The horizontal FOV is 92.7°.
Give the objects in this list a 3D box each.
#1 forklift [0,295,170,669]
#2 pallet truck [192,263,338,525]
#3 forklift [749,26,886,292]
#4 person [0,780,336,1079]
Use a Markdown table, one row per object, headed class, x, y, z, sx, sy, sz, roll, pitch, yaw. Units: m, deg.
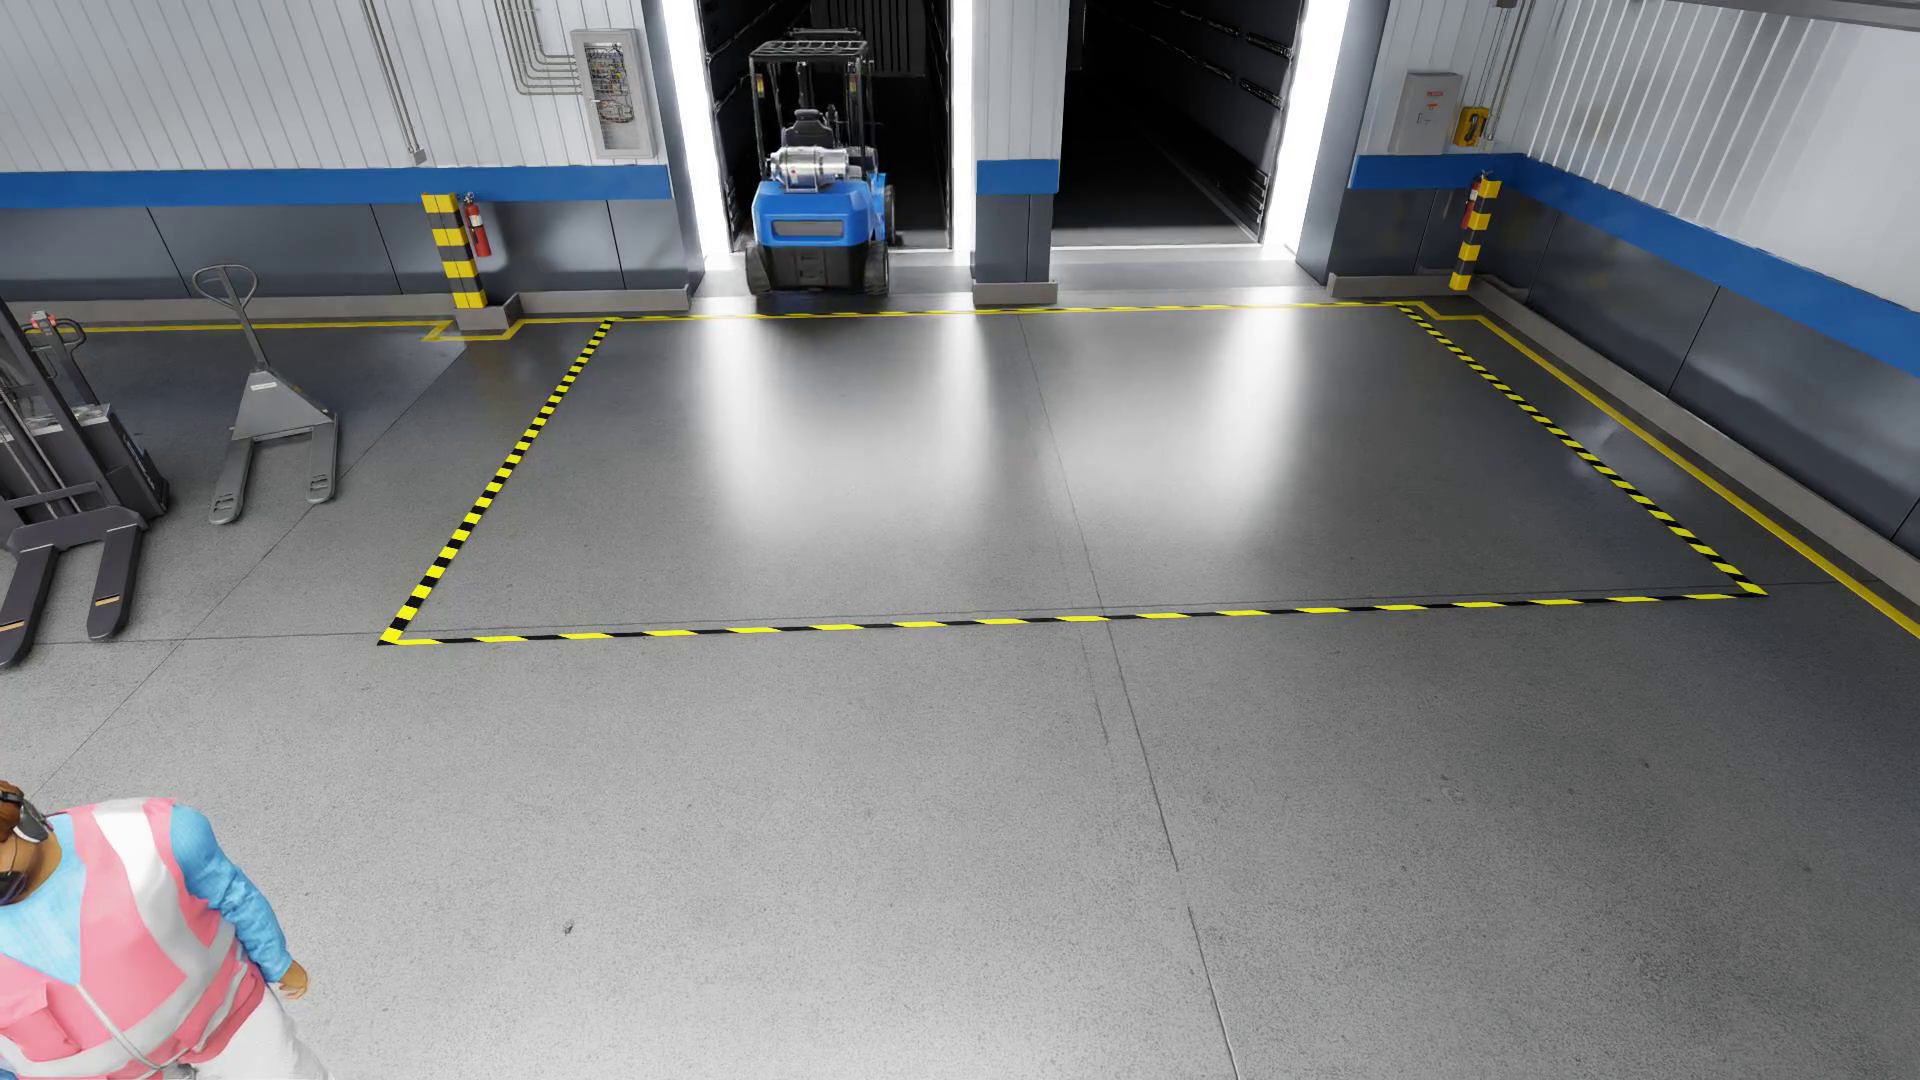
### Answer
| class | x | y | z | sx | sy | sz | roll | pitch | yaw |
| --- | --- | --- | --- | --- | --- | --- | --- | --- | --- |
| forklift | -5.212 | -0.618 | 4.878 | 0.823 | 1.965 | 1.885 | -20 | 39 | -26 |
| pallet truck | -4.778 | -1.027 | 6.128 | 0.680 | 1.201 | 1.601 | -17 | 38 | -23 |
| forklift | -1.406 | -3.930 | 9.295 | 1.157 | 2.036 | 2.680 | 0 | 35 | 0 |
| person | -2.036 | 1.250 | 2.328 | 0.635 | 1.841 | 0.429 | -29 | 44 | -35 |
